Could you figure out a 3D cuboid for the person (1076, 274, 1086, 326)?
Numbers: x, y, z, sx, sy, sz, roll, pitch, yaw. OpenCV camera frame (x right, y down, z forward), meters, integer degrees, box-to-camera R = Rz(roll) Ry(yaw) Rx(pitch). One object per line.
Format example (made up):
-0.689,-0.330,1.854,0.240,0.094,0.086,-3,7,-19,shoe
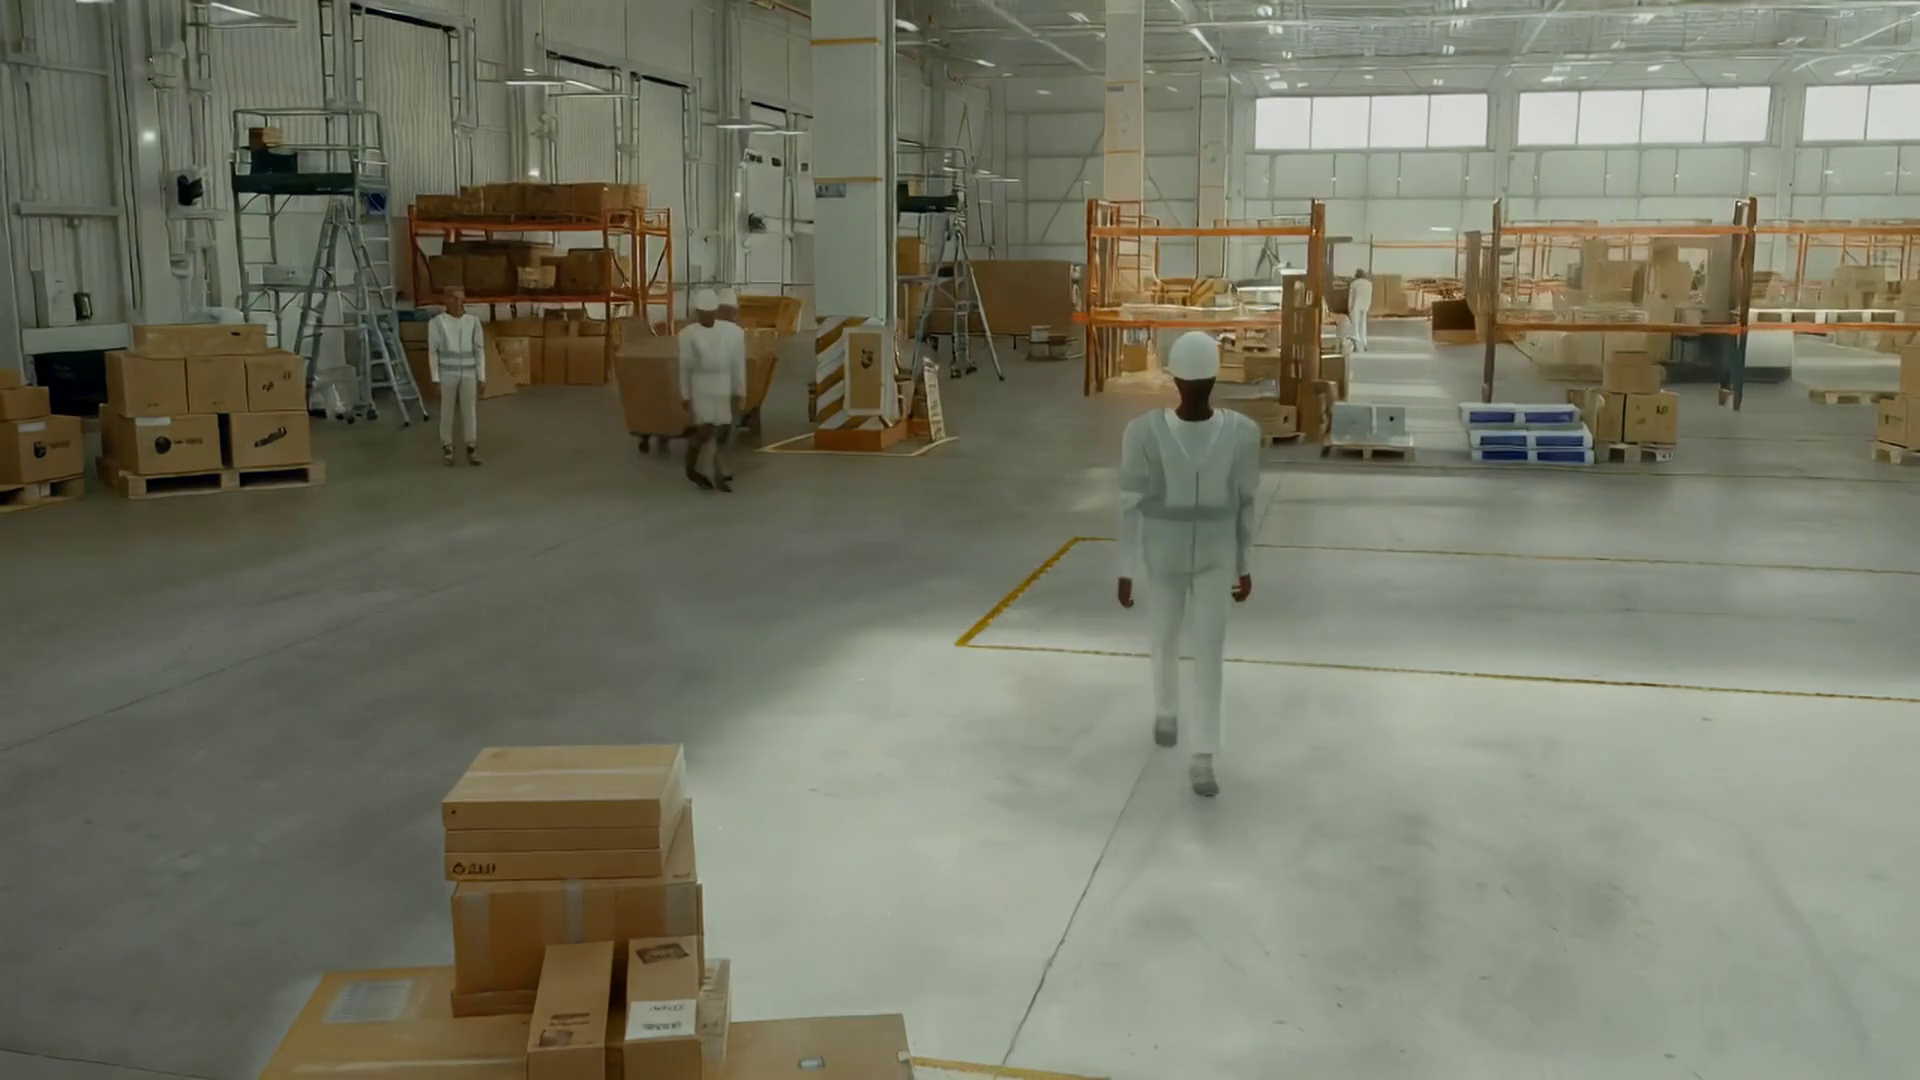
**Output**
3.887,-7.629,52.880,0.446,1.659,0.566,-3,10,-18,person

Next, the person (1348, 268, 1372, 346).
9.382,-5.395,39.010,0.640,1.918,0.540,-4,10,-22,person

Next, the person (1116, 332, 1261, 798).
0.960,0.050,7.068,0.603,1.883,0.978,0,10,2,person

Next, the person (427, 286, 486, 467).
-5.244,-1.703,17.366,0.575,1.883,0.355,-6,11,-32,person

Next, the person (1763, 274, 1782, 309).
25.467,-7.519,52.191,0.371,1.680,0.556,-4,10,-22,person

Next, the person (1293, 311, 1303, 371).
6.622,-4.102,31.933,0.321,1.736,0.488,6,11,31,person

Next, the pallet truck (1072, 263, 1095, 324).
4.325,-8.180,55.162,0.823,1.965,1.885,6,11,31,pallet truck

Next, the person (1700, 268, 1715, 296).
22.833,-7.407,50.841,0.374,1.931,0.623,5,11,26,person

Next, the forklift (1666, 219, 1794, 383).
13.420,-4.155,28.869,1.873,2.768,1.129,2,10,14,forklift

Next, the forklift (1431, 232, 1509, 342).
13.185,-6.527,42.836,1.873,2.768,1.129,2,10,14,forklift

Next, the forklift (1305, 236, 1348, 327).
10.940,-7.972,51.344,1.873,2.768,1.129,-2,10,-14,forklift

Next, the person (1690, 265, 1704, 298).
22.611,-7.450,51.026,0.352,1.942,0.546,-8,13,-40,person

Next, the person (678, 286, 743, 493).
-2.331,-1.388,15.433,0.569,1.919,0.526,-7,12,-37,person

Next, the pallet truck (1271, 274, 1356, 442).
3.653,-2.138,19.590,1.885,1.965,0.823,-4,10,-20,pallet truck

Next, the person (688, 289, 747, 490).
-2.347,-1.419,15.699,0.619,1.889,0.784,5,11,27,person
